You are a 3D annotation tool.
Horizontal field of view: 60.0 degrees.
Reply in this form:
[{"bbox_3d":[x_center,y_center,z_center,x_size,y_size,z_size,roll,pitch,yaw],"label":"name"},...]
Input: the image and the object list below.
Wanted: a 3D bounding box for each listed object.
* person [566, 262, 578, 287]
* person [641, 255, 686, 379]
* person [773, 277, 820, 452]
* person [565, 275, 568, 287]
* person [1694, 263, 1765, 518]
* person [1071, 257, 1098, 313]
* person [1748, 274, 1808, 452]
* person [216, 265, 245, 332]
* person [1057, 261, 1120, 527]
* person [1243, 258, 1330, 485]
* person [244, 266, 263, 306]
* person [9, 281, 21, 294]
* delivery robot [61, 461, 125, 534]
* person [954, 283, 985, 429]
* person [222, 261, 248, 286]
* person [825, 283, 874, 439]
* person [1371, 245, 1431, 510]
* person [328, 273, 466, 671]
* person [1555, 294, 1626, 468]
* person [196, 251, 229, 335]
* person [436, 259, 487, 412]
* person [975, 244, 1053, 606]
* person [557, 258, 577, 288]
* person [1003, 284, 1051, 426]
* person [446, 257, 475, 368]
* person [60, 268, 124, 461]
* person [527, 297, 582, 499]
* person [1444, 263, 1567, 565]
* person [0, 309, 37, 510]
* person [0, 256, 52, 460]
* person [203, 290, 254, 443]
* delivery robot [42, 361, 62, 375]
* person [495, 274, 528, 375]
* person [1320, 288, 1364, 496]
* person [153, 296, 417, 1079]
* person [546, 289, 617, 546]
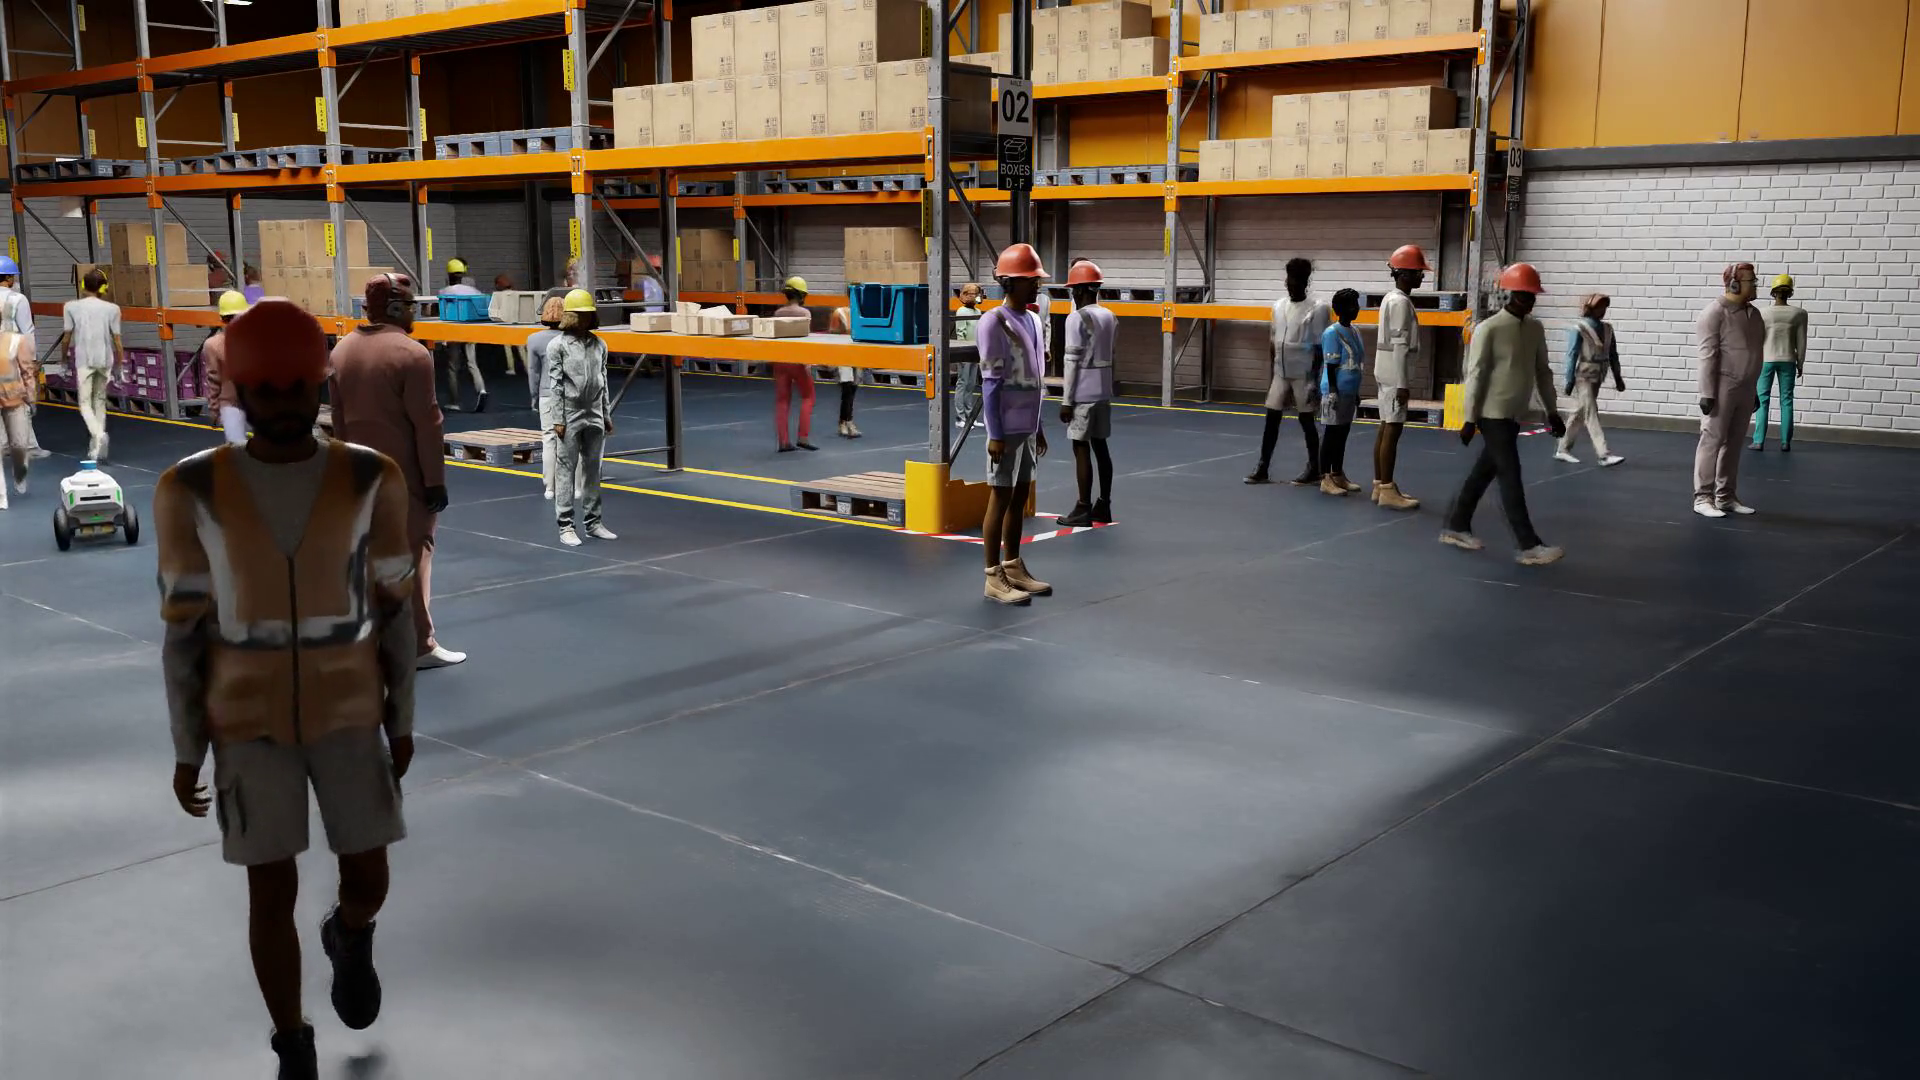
[{"bbox_3d":[-4.316,-2.250,19.133,0.685,1.868,0.665,3,10,15],"label":"person"},{"bbox_3d":[-4.586,-3.418,25.604,0.831,1.904,0.579,6,11,30],"label":"person"},{"bbox_3d":[-1.660,-1.739,16.560,0.557,1.724,0.510,7,12,36],"label":"person"},{"bbox_3d":[-4.768,-2.465,20.499,0.909,1.813,0.622,9,13,41],"label":"person"},{"bbox_3d":[5.837,-1.129,12.577,0.651,1.913,0.409,-6,12,-31],"label":"person"},{"bbox_3d":[1.447,-2.316,19.324,0.392,1.916,0.587,3,10,14],"label":"person"},{"bbox_3d":[8.138,-1.762,16.594,0.535,1.767,0.317,2,10,10],"label":"person"},{"bbox_3d":[-9.960,-2.918,23.041,0.603,1.834,0.437,-9,13,-40],"label":"person"},{"bbox_3d":[0.918,-1.061,12.151,0.384,1.932,0.542,8,13,39],"label":"person"},{"bbox_3d":[2.815,-1.407,14.151,0.661,1.935,0.623,-8,13,-39],"label":"person"},{"bbox_3d":[-9.459,-2.775,22.347,1.021,1.782,0.588,6,12,30],"label":"person"},{"bbox_3d":[-12.977,-2.887,22.647,0.653,1.906,0.886,1,10,8],"label":"person"},{"bbox_3d":[-5.986,-0.303,11.466,0.477,0.478,0.707,-6,11,-30],"label":"delivery robot"},{"bbox_3d":[0.112,-2.069,18.715,0.285,1.634,0.499,5,11,27],"label":"person"},{"bbox_3d":[-10.235,-3.060,23.773,0.429,1.843,0.624,3,10,16],"label":"person"},{"bbox_3d":[-1.115,-1.894,17.651,0.562,1.648,0.782,-7,12,-36],"label":"person"},{"bbox_3d":[3.435,-1.265,12.976,0.394,2.044,0.609,1,10,7],"label":"person"},{"bbox_3d":[-2.705,-0.325,8.018,0.652,1.904,0.404,6,11,29],"label":"person"},{"bbox_3d":[5.874,-1.466,15.383,0.528,1.592,0.855,-6,12,-32],"label":"person"},{"bbox_3d":[-11.558,-3.504,25.917,0.442,1.995,0.628,7,12,33],"label":"person"},{"bbox_3d":[-6.151,-2.521,20.554,0.598,1.899,0.864,-8,13,-40],"label":"person"},{"bbox_3d":[0.332,-0.658,9.525,0.374,2.044,0.605,5,11,28],"label":"person"},{"bbox_3d":[-5.813,-3.316,25.098,0.594,1.893,0.945,4,11,24],"label":"person"},{"bbox_3d":[0.767,-2.200,18.893,0.587,1.835,0.404,-3,10,-17],"label":"person"},{"bbox_3d":[-8.364,-3.800,27.934,0.511,1.864,0.325,-1,10,-3],"label":"person"},{"bbox_3d":[-8.181,-1.643,15.721,0.545,1.836,0.751,-8,13,-38],"label":"person"},{"bbox_3d":[-3.224,-1.139,13.425,0.497,1.633,0.285,-1,10,-5],"label":"person"},{"bbox_3d":[3.569,-0.832,10.858,0.609,1.932,1.059,-7,12,-35],"label":"person"},{"bbox_3d":[-7.540,-1.071,13.047,0.525,1.625,0.575,-6,12,-31],"label":"person"},{"bbox_3d":[-9.096,-1.732,15.904,0.603,1.949,0.397,2,10,11],"label":"person"},{"bbox_3d":[-5.282,-0.988,12.304,0.544,1.725,0.681,-5,11,-26],"label":"person"},{"bbox_3d":[-12.345,-2.350,23.124,0.707,0.478,0.477,-3,10,-16],"label":"delivery robot"},{"bbox_3d":[-7.127,-3.418,26.440,0.546,1.605,0.575,-8,12,-37],"label":"person"},{"bbox_3d":[3.146,-1.217,13.691,0.318,1.697,0.535,7,12,35],"label":"person"},{"bbox_3d":[-1.550,0.395,3.889,0.556,1.924,0.568,-5,11,-24],"label":"person"},{"bbox_3d":[-2.589,-0.840,11.413,0.294,1.744,0.487,8,13,37],"label":"person"}]
